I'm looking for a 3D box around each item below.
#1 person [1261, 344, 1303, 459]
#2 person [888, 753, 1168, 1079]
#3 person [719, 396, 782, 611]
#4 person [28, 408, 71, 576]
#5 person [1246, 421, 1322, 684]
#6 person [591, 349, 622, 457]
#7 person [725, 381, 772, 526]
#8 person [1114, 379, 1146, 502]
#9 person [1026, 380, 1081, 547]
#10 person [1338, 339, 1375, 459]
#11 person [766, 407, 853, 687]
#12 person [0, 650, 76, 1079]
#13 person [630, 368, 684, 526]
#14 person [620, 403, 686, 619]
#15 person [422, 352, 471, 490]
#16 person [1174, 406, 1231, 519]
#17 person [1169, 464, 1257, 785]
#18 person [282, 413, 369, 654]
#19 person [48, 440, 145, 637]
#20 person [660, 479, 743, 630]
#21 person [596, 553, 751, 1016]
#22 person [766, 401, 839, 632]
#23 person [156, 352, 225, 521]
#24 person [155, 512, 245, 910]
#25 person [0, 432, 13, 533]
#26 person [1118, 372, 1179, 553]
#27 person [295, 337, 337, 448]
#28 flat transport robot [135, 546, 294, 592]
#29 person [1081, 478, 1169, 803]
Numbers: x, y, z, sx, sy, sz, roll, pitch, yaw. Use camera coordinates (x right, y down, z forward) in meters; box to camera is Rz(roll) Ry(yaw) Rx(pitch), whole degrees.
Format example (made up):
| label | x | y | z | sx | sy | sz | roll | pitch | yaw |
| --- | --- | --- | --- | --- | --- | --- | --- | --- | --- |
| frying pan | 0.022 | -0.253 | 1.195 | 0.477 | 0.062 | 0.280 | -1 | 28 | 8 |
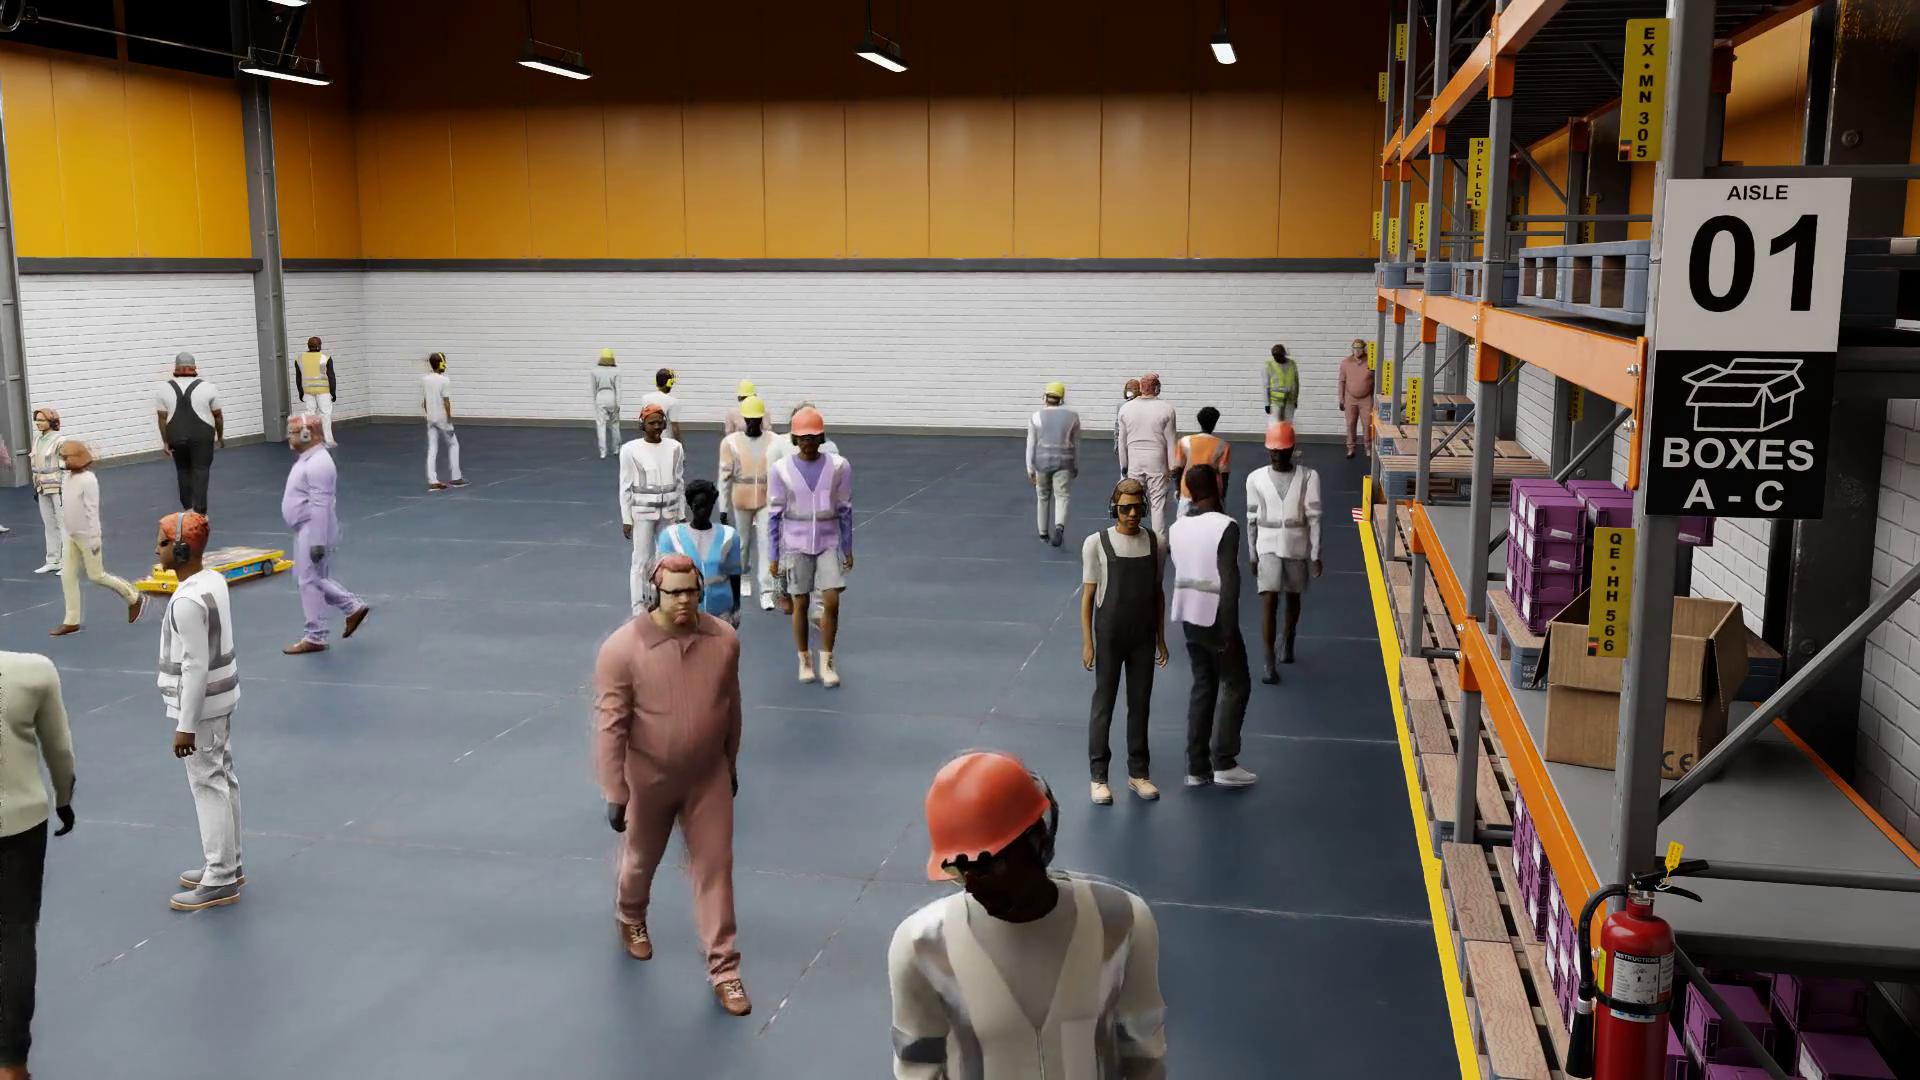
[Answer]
| label | x | y | z | sx | sy | sz | roll | pitch | yaw |
| --- | --- | --- | --- | --- | --- | --- | --- | --- | --- |
| person | 5.032 | -2.149 | 25.898 | 0.750 | 1.802 | 0.471 | -3 | 10 | -20 |
| person | 0.152 | 1.416 | 3.813 | 0.638 | 1.999 | 0.647 | -1 | 9 | -7 |
| person | -1.862 | -0.368 | 14.922 | 0.606 | 1.884 | 0.984 | -2 | 10 | -13 |
| person | -8.872 | -0.475 | 16.265 | 0.515 | 1.645 | 0.309 | 5 | 11 | 27 |
| person | 2.398 | 0.055 | 12.336 | 0.562 | 1.902 | 0.962 | 2 | 10 | 11 |
| person | -5.586 | -2.176 | 26.368 | 0.494 | 1.694 | 0.886 | 0 | 9 | -2 |
| person | -2.407 | -0.960 | 18.998 | 0.525 | 1.706 | 0.952 | -3 | 10 | -15 |
| person | 2.117 | -1.158 | 20.417 | 0.501 | 1.633 | 0.279 | 6 | 11 | 31 |
| person | 1.001 | -0.817 | 17.894 | 0.585 | 1.796 | 0.794 | 1 | 9 | 5 |
| person | 6.209 | -2.187 | 25.904 | 0.652 | 1.880 | 0.467 | 3 | 10 | 18 |
| person | -1.060 | 0.065 | 11.890 | 0.637 | 2.017 | 0.711 | -2 | 10 | -11 |
| person | -3.644 | 1.053 | 6.206 | 0.595 | 1.940 | 1.052 | -4 | 10 | -21 |
| person | -3.508 | -1.035 | 19.049 | 0.752 | 1.847 | 0.536 | 4 | 10 | 25 |
| person | -2.552 | -0.198 | 13.880 | 0.585 | 1.882 | 0.337 | -7 | 12 | -35 |
| person | -6.953 | -1.610 | 22.484 | 0.554 | 1.846 | 0.767 | 4 | 10 | 25 |
| person | 2.311 | -0.437 | 15.938 | 0.560 | 1.676 | 0.556 | 3 | 10 | 16 |
| person | 1.454 | 0.498 | 9.741 | 0.421 | 1.860 | 0.691 | -6 | 11 | -32 |
| person | -5.023 | -0.057 | 13.025 | 0.576 | 1.889 | 0.645 | -5 | 11 | -28 |
| person | -7.181 | -0.037 | 13.730 | 0.507 | 1.605 | 0.714 | 6 | 11 | 34 |
| person | -1.651 | 0.435 | 10.631 | 0.548 | 1.686 | 0.449 | -3 | 10 | -16 |
| person | -1.211 | 0.963 | 6.998 | 0.657 | 1.865 | 1.011 | -5 | 11 | -29 |
| person | -1.317 | -0.215 | 13.890 | 0.650 | 1.917 | 0.737 | -4 | 10 | -22 |
| person | -9.062 | -1.243 | 19.701 | 0.684 | 2.000 | 0.909 | -2 | 10 | -11 |
| person | -3.605 | 0.800 | 7.876 | 0.356 | 1.882 | 0.574 | -2 | 10 | -14 |
| person | -10.736 | -0.868 | 18.369 | 0.546 | 1.740 | 0.762 | 4 | 10 | 24 |
| person | 1.985 | -0.798 | 17.424 | 0.651 | 1.907 | 0.409 | 4 | 10 | 25 |
| person | -10.633 | -2.442 | 27.522 | 0.637 | 1.842 | 0.429 | 0 | 9 | -2 |
| flat transport robot | -7.109 | 0.270 | 15.910 | 0.652 | 0.197 | 1.431 | 2 | 10 | 14 |
| person | 0.936 | 0.565 | 9.394 | 0.515 | 1.844 | 0.333 | -3 | 10 | -16 |
